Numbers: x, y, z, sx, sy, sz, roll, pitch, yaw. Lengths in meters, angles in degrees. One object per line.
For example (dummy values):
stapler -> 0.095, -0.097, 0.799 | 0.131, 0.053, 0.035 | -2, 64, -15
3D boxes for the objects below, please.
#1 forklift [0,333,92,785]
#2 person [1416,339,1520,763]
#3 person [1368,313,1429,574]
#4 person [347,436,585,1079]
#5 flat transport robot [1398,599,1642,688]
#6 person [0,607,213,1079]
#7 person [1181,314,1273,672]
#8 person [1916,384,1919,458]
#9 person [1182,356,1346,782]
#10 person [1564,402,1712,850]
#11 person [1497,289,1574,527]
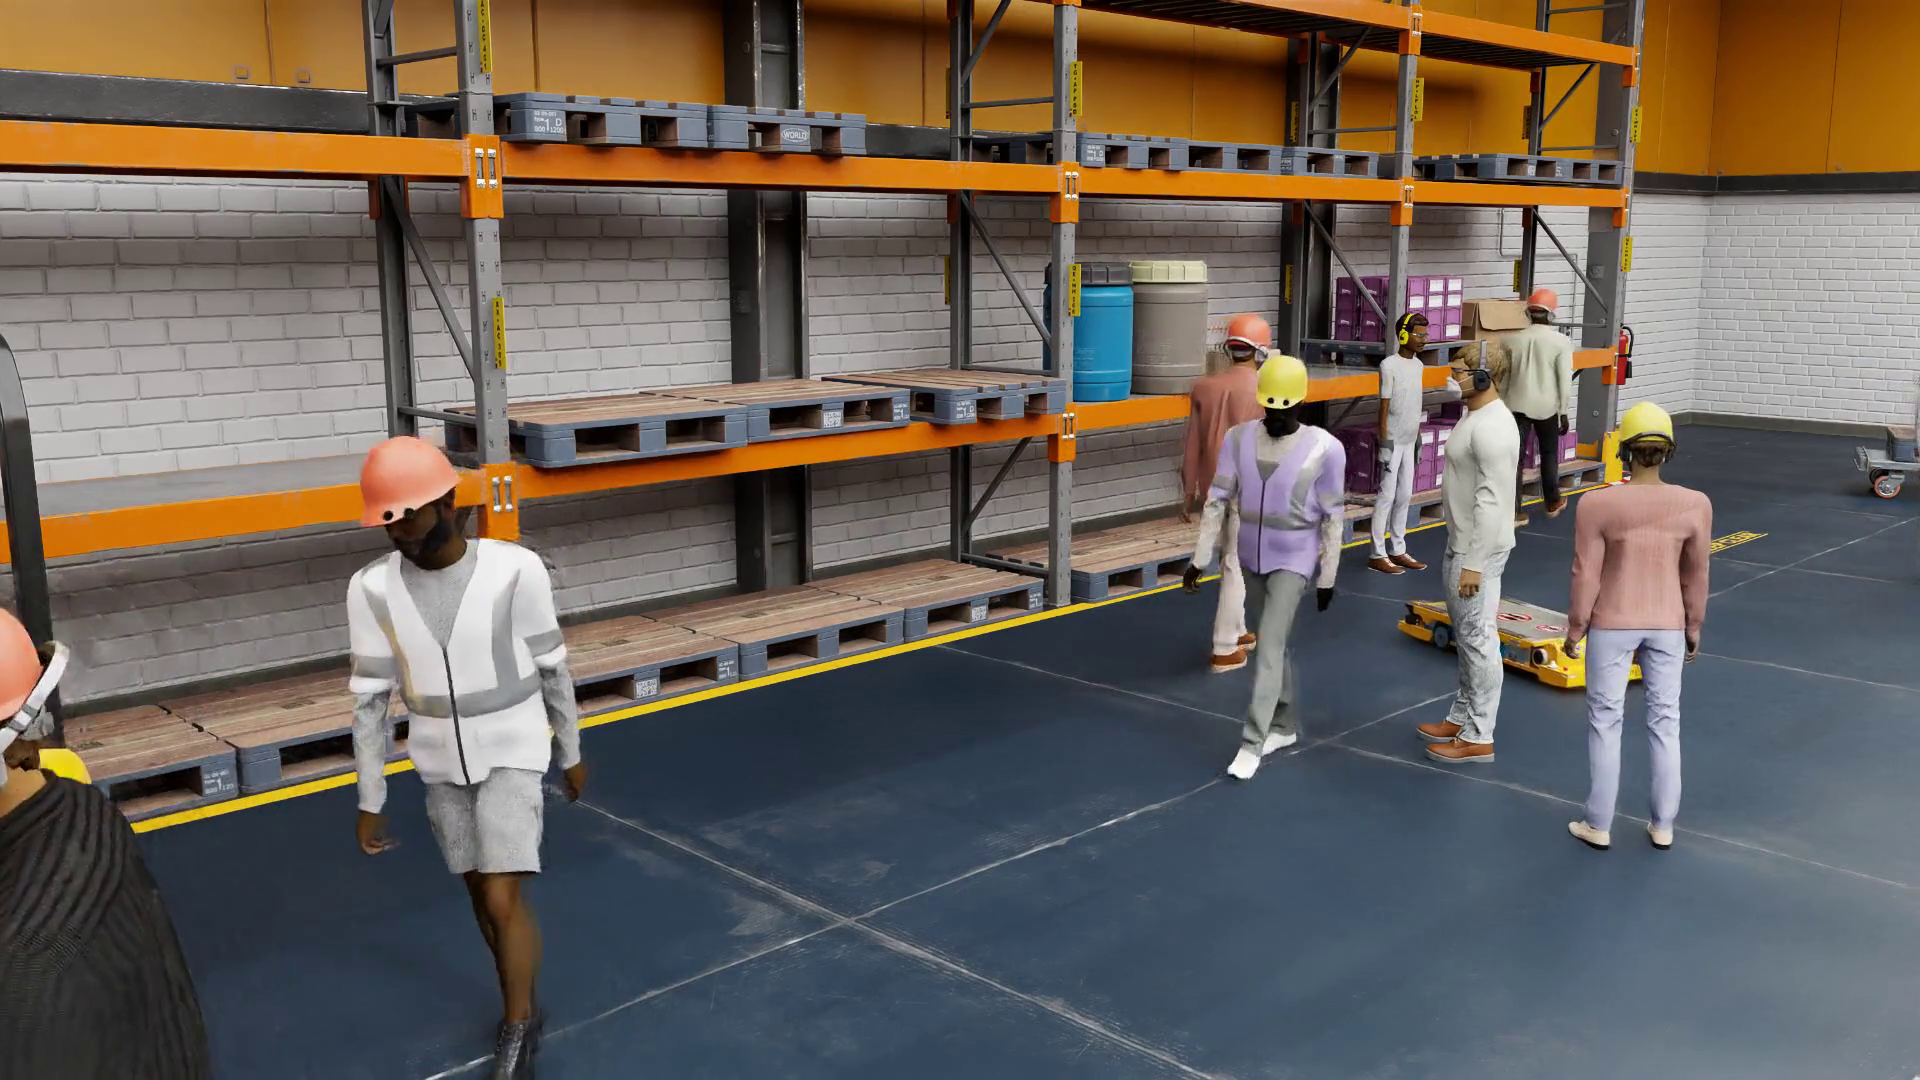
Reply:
forklift -> -3.289, 0.485, 4.582 | 1.214, 2.155, 2.313 | -10, 14, -44
person -> 2.347, 0.053, 7.632 | 0.372, 1.940, 0.632 | 2, 11, 10
person -> 3.159, -0.687, 11.896 | 0.508, 1.860, 0.334 | -10, 14, -42
person -> -1.378, 0.632, 4.640 | 0.573, 1.874, 0.757 | 0, 10, 1
flat transport robot -> 3.209, 0.549, 9.482 | 0.652, 0.197, 1.431 | -4, 11, -22
person -> -1.359, 1.023, 2.311 | 0.938, 1.946, 0.630 | -5, 12, -26
person -> 1.628, -0.271, 9.300 | 0.659, 1.968, 0.774 | 9, 14, 42
person -> 6.688, -0.507, 11.083 | 0.596, 1.786, 0.864 | 2, 11, 13
person -> 1.348, 0.119, 7.438 | 0.853, 1.873, 0.619 | -10, 14, -44
person -> 2.643, 0.342, 6.533 | 0.533, 1.765, 0.330 | 1, 10, 3
person -> 4.851, -1.115, 13.949 | 0.647, 1.950, 0.962 | 7, 13, 35
